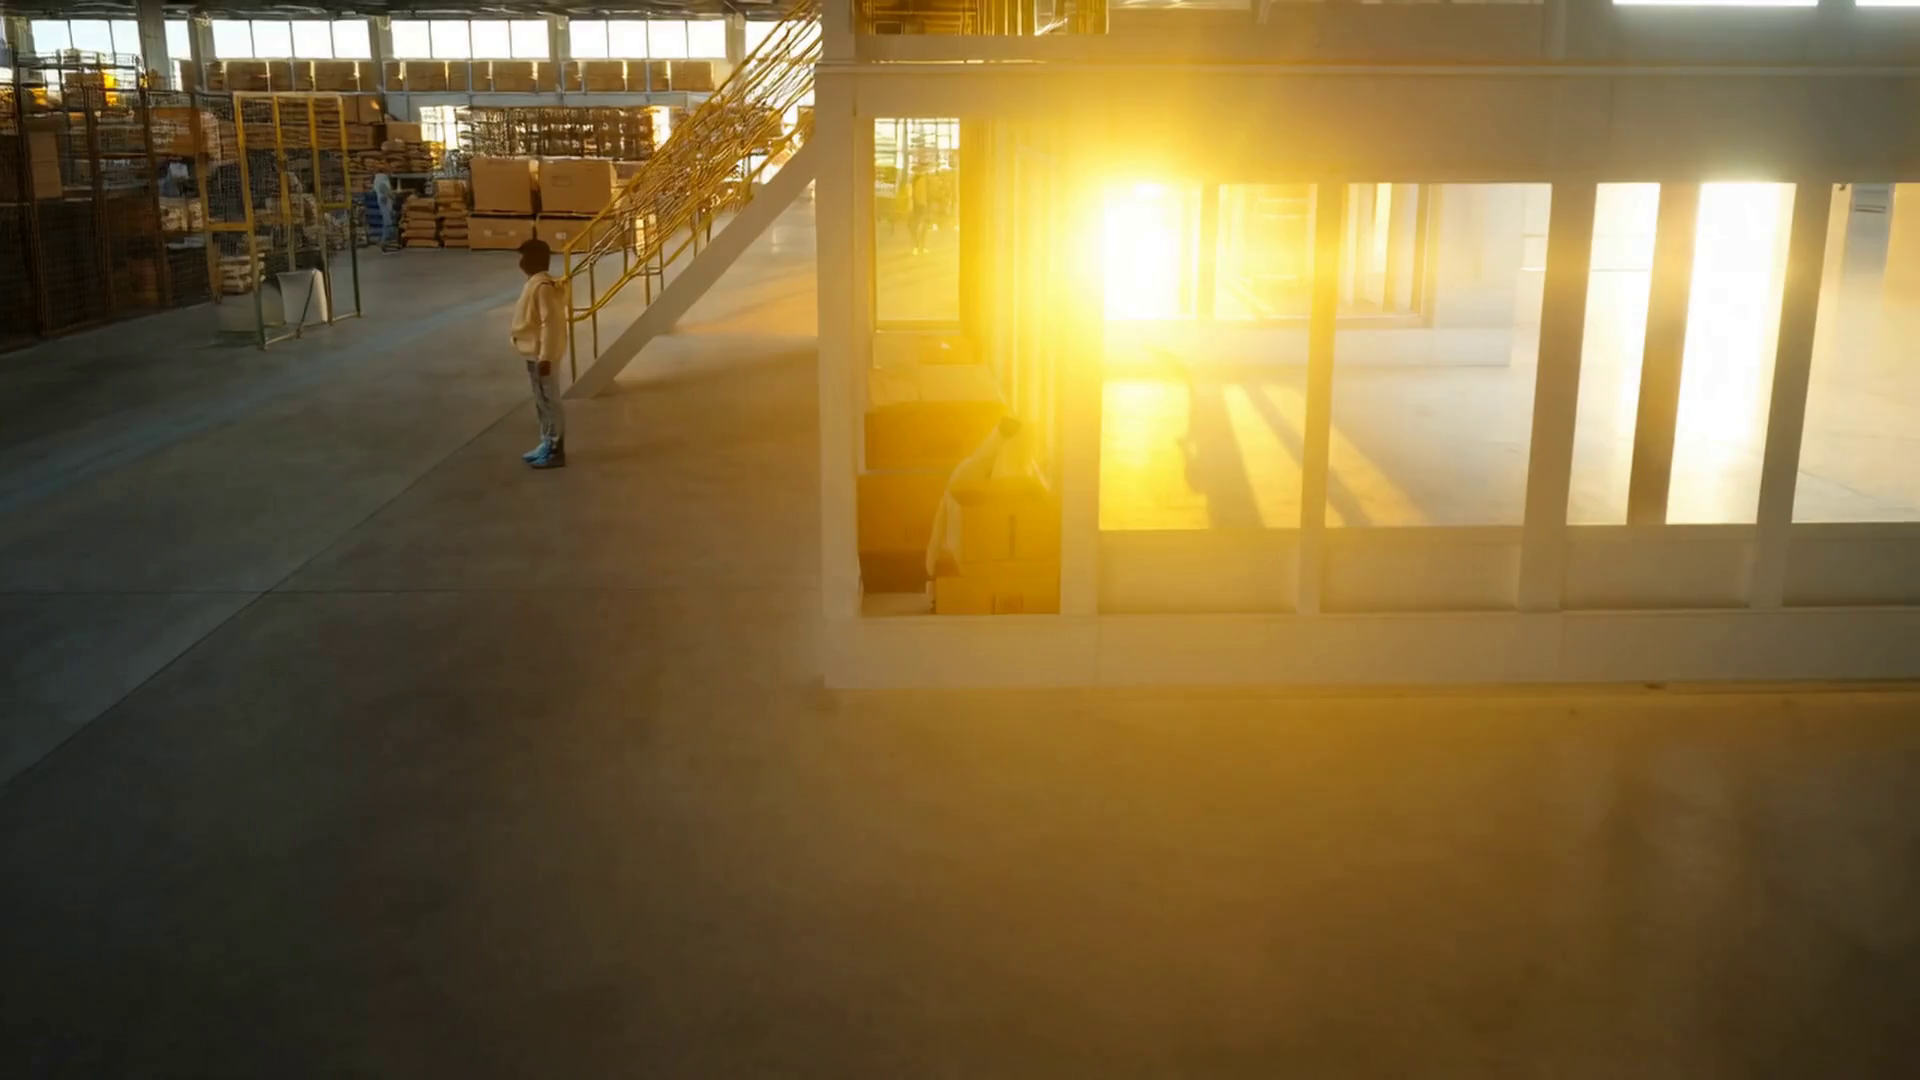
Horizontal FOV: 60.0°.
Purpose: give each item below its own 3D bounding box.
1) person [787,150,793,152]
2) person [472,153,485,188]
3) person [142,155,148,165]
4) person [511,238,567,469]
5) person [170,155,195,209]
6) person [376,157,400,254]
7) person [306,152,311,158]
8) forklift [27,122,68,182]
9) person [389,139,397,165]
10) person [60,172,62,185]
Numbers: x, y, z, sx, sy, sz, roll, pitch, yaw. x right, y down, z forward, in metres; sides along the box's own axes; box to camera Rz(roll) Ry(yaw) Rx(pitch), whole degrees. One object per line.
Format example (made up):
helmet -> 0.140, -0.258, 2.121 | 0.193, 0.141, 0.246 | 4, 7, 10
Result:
person -> -7.523, -16.730, 74.206 | 0.407, 1.919, 0.649 | 3, 14, 12
person -> -16.531, -12.425, 57.276 | 0.547, 1.741, 0.711 | 6, 15, 21
person -> -35.034, -16.192, 71.959 | 0.632, 1.940, 0.372 | -8, 16, -29
person -> -3.396, -1.507, 13.459 | 0.429, 1.847, 0.625 | -6, 15, -22
person -> -24.579, -11.260, 52.541 | 0.604, 1.780, 0.918 | -1, 14, -3
person -> -12.259, -7.144, 35.582 | 0.397, 2.043, 0.609 | -6, 15, -21
person -> -25.161, -14.180, 64.441 | 0.567, 1.694, 0.416 | 4, 15, 14
forklift -> -35.376, -14.773, 64.377 | 1.129, 2.768, 1.873 | -1, 14, -2
person -> -27.968, -18.769, 82.147 | 0.611, 1.995, 0.381 | 13, 19, 41
person -> -17.712, -6.364, 32.853 | 0.322, 1.862, 0.516 | -12, 19, -40
